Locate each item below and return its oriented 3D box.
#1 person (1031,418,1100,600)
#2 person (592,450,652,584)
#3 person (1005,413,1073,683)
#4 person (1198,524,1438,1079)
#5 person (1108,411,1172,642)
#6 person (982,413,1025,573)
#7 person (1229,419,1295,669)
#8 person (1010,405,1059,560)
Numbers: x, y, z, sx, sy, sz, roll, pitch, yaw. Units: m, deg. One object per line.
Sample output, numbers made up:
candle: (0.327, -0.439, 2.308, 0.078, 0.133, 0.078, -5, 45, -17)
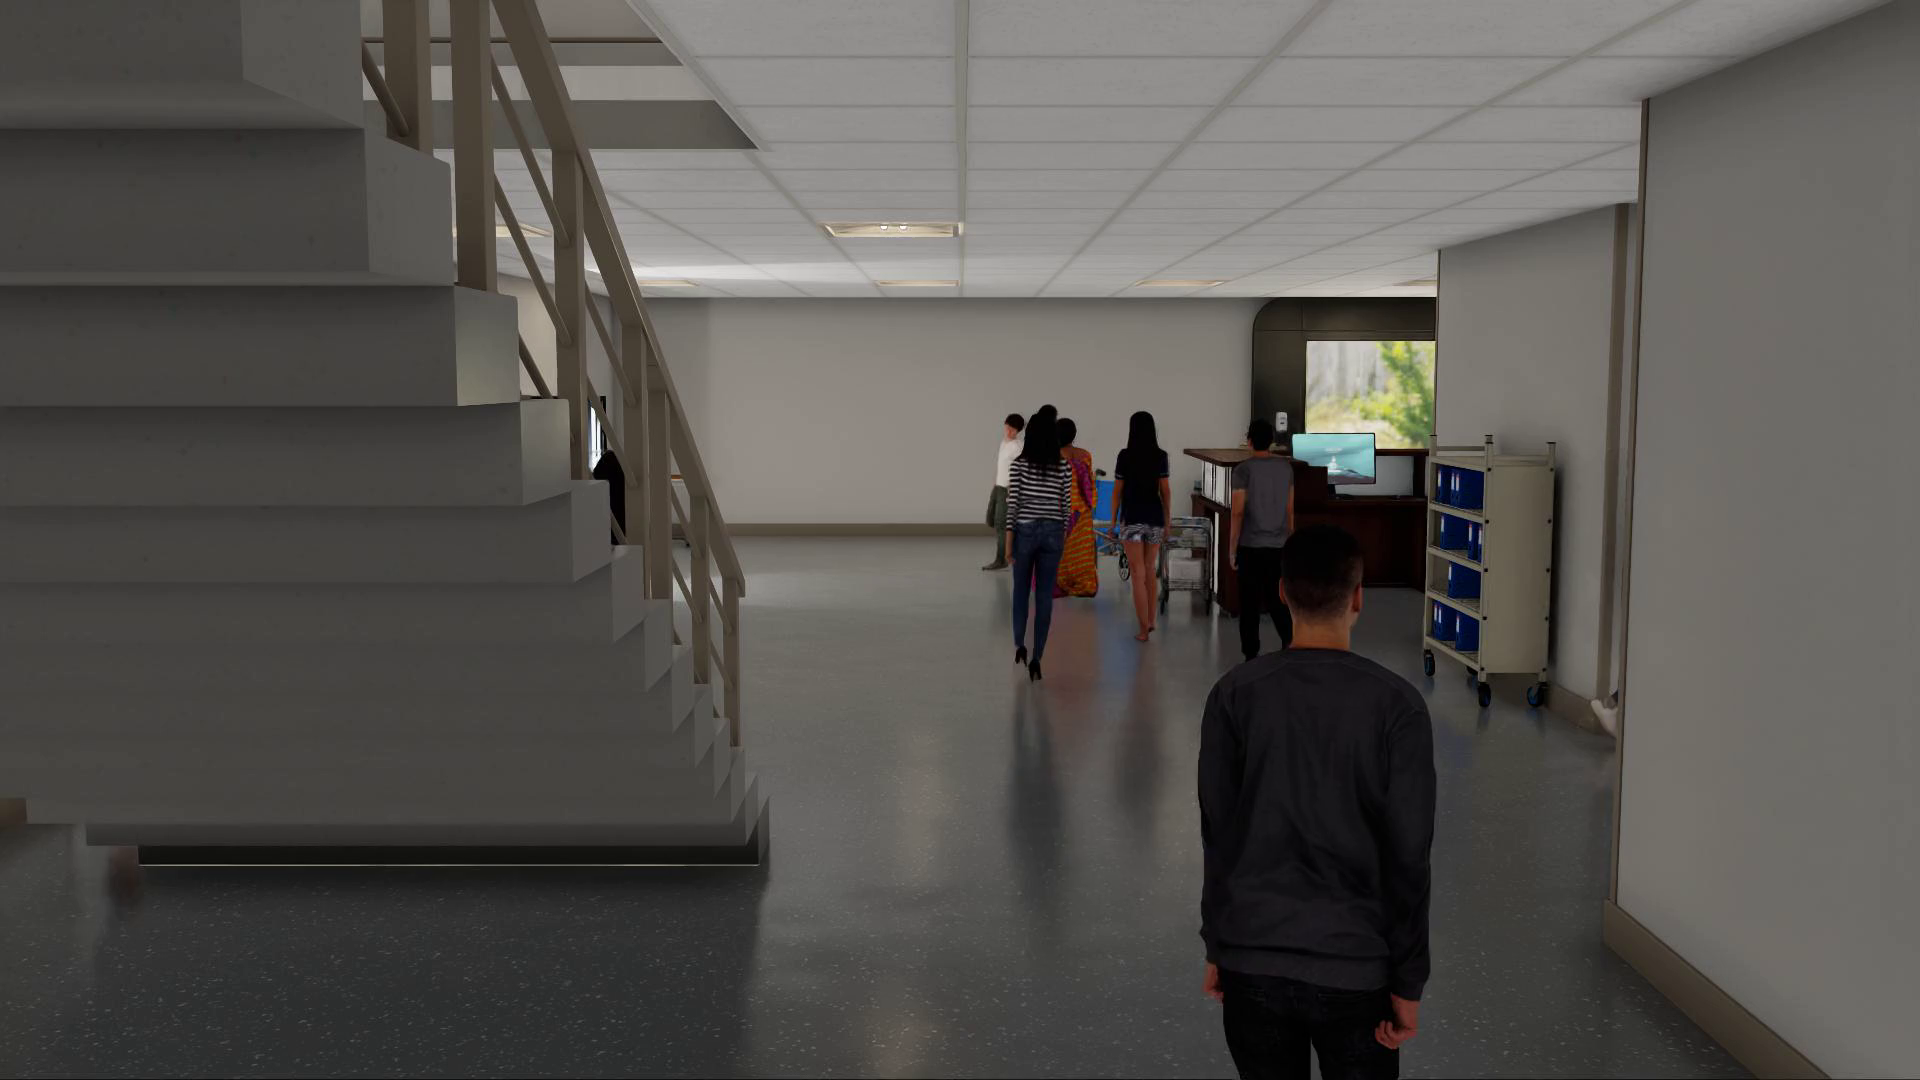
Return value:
person: (0.997, -0.259, 14.844, 0.944, 1.649, 1.271, -2, 6, -22)
person: (-1.955, 0.292, 9.574, 0.714, 1.607, 0.721, 2, 6, 19)
person: (0.530, 0.072, 11.003, 0.597, 1.759, 0.905, 0, 6, -2)
person: (0.665, 0.857, 3.255, 0.795, 1.748, 0.961, 2, 6, 19)
person: (1.421, -0.092, 12.691, 0.670, 1.747, 0.723, -2, 6, -15)
person: (0.540, -0.477, 17.112, 0.836, 1.629, 0.856, -1, 6, -14)
person: (2.064, 0.065, 11.133, 0.777, 1.747, 0.881, -2, 6, -19)
person: (0.793, -0.558, 17.686, 1.067, 1.676, 1.143, -4, 7, -35)
